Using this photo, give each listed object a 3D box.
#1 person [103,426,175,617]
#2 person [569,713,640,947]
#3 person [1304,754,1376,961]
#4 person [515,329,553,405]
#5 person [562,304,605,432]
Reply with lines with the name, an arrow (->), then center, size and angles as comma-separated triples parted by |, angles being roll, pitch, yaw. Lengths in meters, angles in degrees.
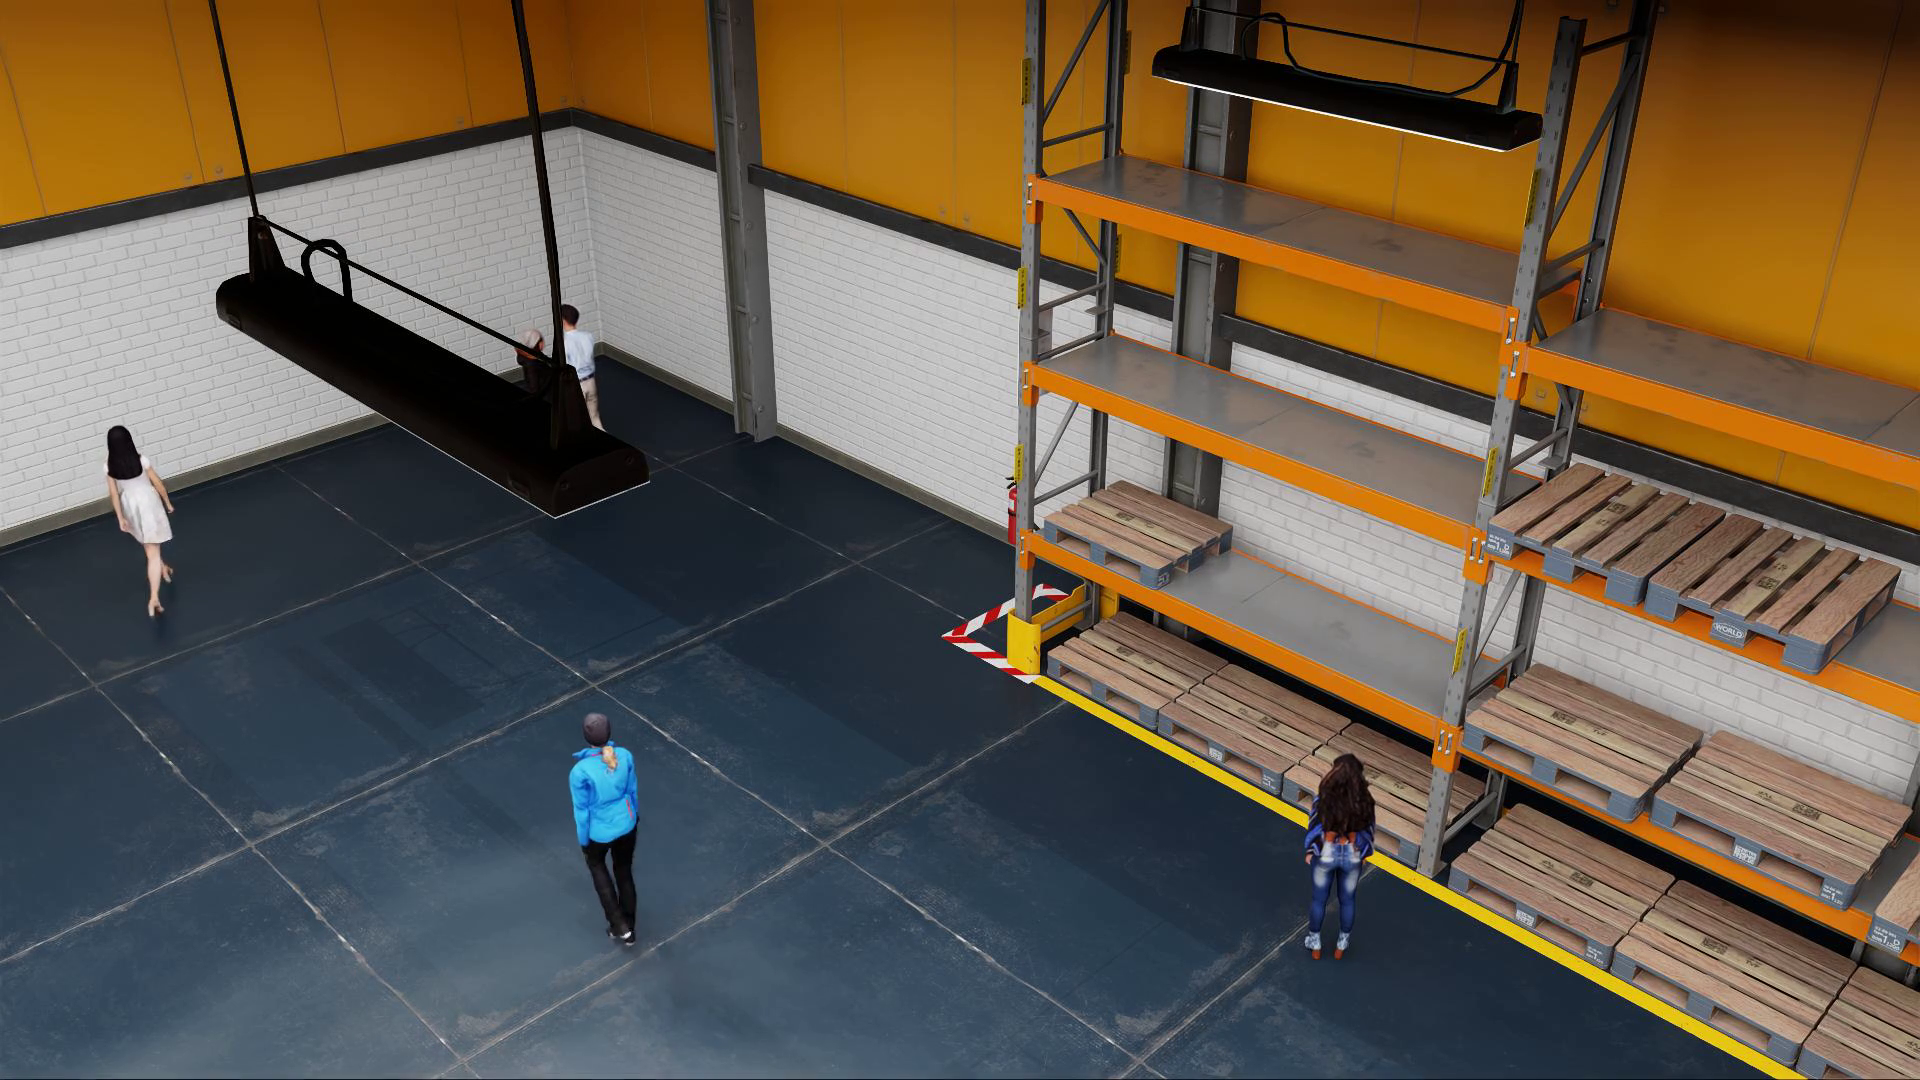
person -> -7.296, -0.155, 14.878 | 1.073, 1.725, 1.217 | -4, 29, -8
person -> -2.258, 1.964, 10.936 | 0.705, 1.780, 0.732 | -16, 32, -26
person -> 2.474, 2.075, 10.905 | 0.673, 1.614, 0.753 | 3, 29, 6
person -> -4.369, -1.438, 17.323 | 0.808, 1.635, 0.735 | -3, 29, -5
person -> -3.966, -1.566, 17.342 | 0.619, 1.842, 0.667 | 19, 34, 31
